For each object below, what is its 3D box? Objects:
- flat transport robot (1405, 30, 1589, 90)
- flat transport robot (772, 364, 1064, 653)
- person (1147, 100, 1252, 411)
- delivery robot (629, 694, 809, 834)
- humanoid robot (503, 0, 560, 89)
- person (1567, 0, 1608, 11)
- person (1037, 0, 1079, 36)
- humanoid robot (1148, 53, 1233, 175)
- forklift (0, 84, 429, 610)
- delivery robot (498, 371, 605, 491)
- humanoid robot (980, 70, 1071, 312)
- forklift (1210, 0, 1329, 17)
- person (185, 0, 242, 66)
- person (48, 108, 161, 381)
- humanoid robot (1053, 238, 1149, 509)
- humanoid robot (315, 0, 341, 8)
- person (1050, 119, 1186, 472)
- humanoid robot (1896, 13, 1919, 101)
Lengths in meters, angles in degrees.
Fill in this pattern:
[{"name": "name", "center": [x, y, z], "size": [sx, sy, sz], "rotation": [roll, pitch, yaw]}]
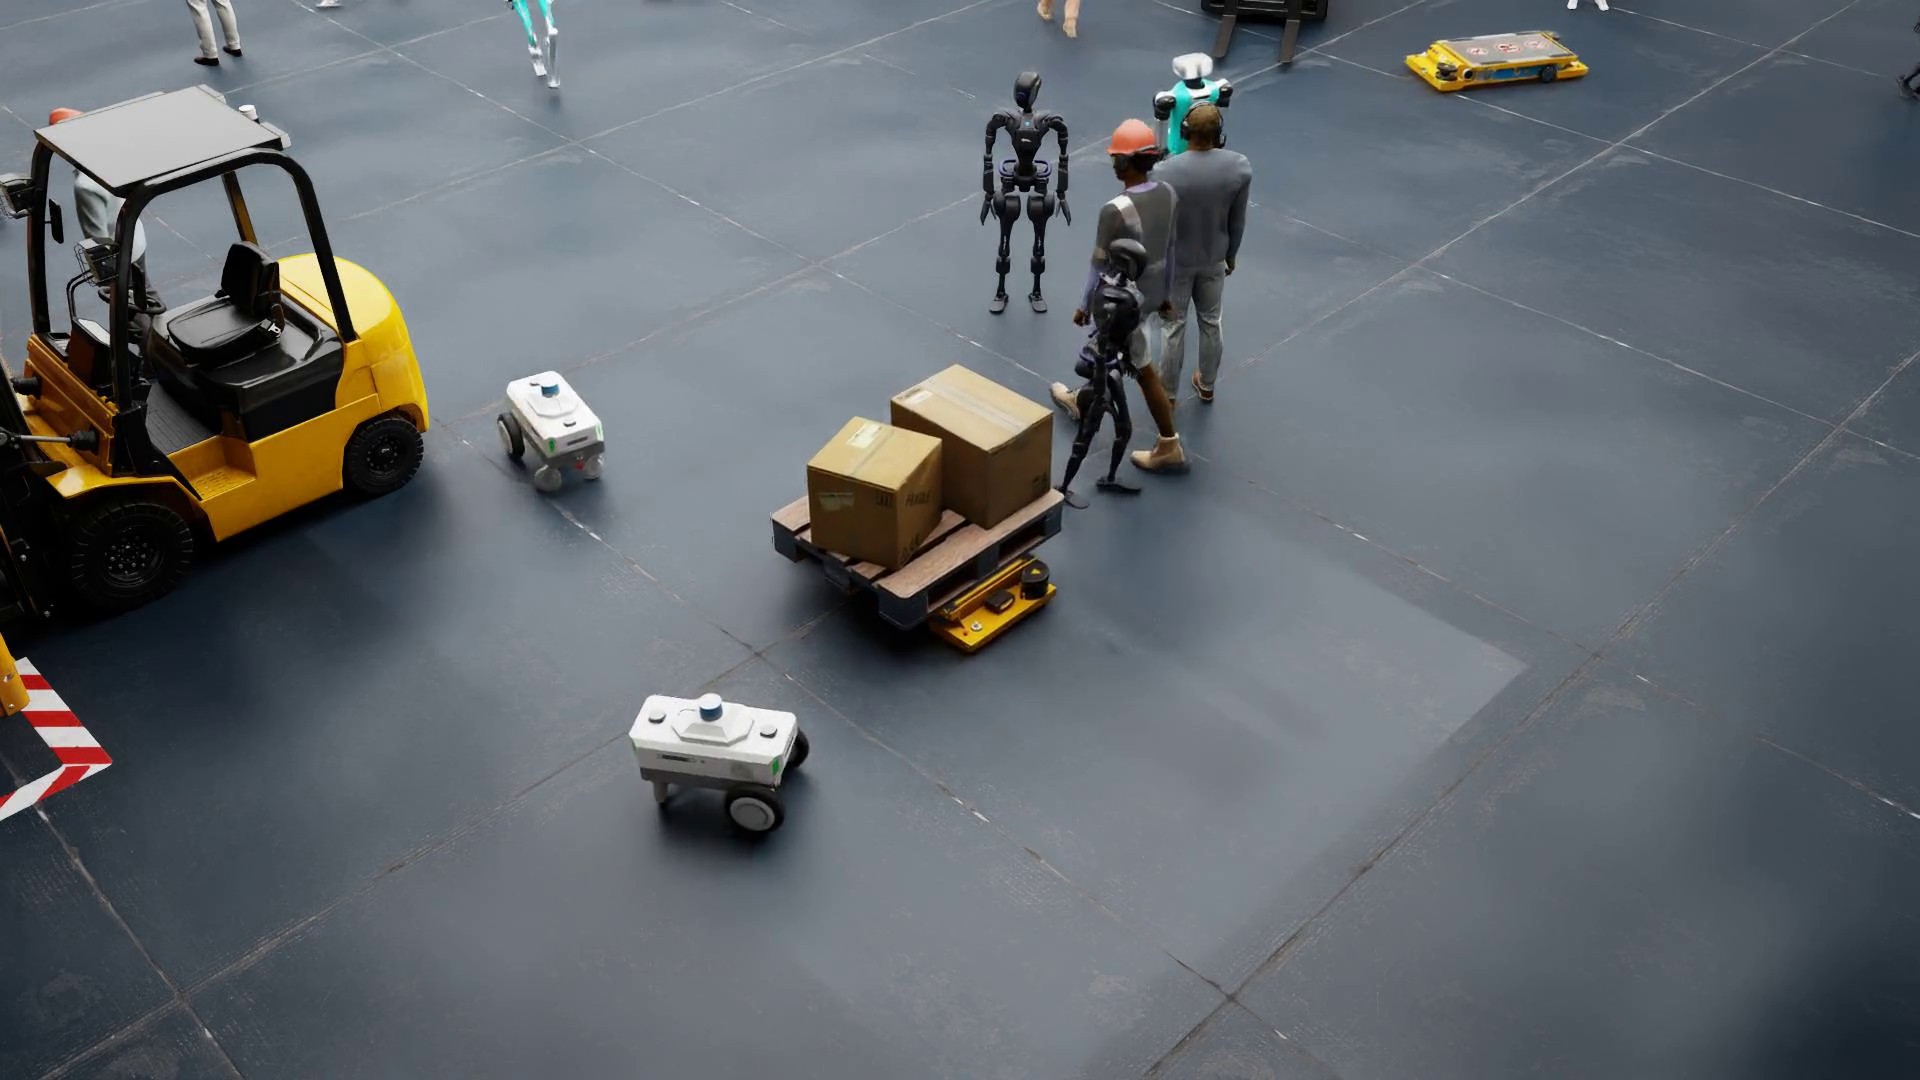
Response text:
[{"name": "flat transport robot", "center": [4.735, -4.221, 14.647], "size": [1.431, 0.231, 0.659], "rotation": [-9, 38, -12]}, {"name": "flat transport robot", "center": [-0.229, 0.076, 8.895], "size": [1.431, 0.231, 0.659], "rotation": [30, 46, 34]}, {"name": "person", "center": [1.362, -1.658, 9.822], "size": [0.628, 1.940, 0.379], "rotation": [-8, 37, -11]}, {"name": "delivery robot", "center": [-1.073, 0.950, 7.487], "size": [0.767, 0.596, 0.500], "rotation": [6, 37, 8]}, {"name": "humanoid robot", "center": [-3.589, -4.564, 13.918], "size": [0.541, 1.765, 1.029], "rotation": [-11, 38, -15]}, {"name": "person", "center": [6.093, -5.820, 15.639], "size": [0.514, 1.641, 0.309], "rotation": [4, 37, 6]}, {"name": "person", "center": [0.955, -5.577, 15.236], "size": [0.540, 1.744, 0.824], "rotation": [-4, 37, -5]}, {"name": "humanoid robot", "center": [1.359, -2.438, 11.081], "size": [0.556, 1.840, 0.900], "rotation": [-13, 39, -17]}, {"name": "forklift", "center": [-4.145, -1.093, 8.856], "size": [2.313, 2.155, 1.214], "rotation": [-31, 47, -34]}, {"name": "delivery robot", "center": [-2.364, -0.673, 9.673], "size": [0.504, 0.611, 0.783], "rotation": [-21, 42, -26]}, {"name": "humanoid robot", "center": [0.432, -2.254, 10.827], "size": [0.599, 1.655, 0.315], "rotation": [1, 37, 1]}, {"name": "forklift", "center": [3.106, -6.400, 15.960], "size": [1.214, 2.155, 2.313], "rotation": [8, 37, 10]}, {"name": "person", "center": [-6.669, -5.045, 14.485], "size": [0.384, 1.783, 0.550], "rotation": [20, 41, 25]}, {"name": "person", "center": [-5.183, -1.801, 10.178], "size": [0.352, 1.740, 0.571], "rotation": [-4, 37, -5]}, {"name": "humanoid robot", "center": [0.766, -0.920, 9.064], "size": [0.455, 1.637, 0.596], "rotation": [12, 38, 16]}, {"name": "humanoid robot", "center": [-5.731, -5.906, 15.732], "size": [1.034, 1.771, 0.535], "rotation": [-21, 42, -25]}, {"name": "person", "center": [0.972, -1.387, 9.437], "size": [1.055, 1.968, 0.601], "rotation": [24, 43, 29]}, {"name": "humanoid robot", "center": [8.199, -4.422, 13.739], "size": [0.589, 1.650, 0.339], "rotation": [-9, 38, -12]}]
